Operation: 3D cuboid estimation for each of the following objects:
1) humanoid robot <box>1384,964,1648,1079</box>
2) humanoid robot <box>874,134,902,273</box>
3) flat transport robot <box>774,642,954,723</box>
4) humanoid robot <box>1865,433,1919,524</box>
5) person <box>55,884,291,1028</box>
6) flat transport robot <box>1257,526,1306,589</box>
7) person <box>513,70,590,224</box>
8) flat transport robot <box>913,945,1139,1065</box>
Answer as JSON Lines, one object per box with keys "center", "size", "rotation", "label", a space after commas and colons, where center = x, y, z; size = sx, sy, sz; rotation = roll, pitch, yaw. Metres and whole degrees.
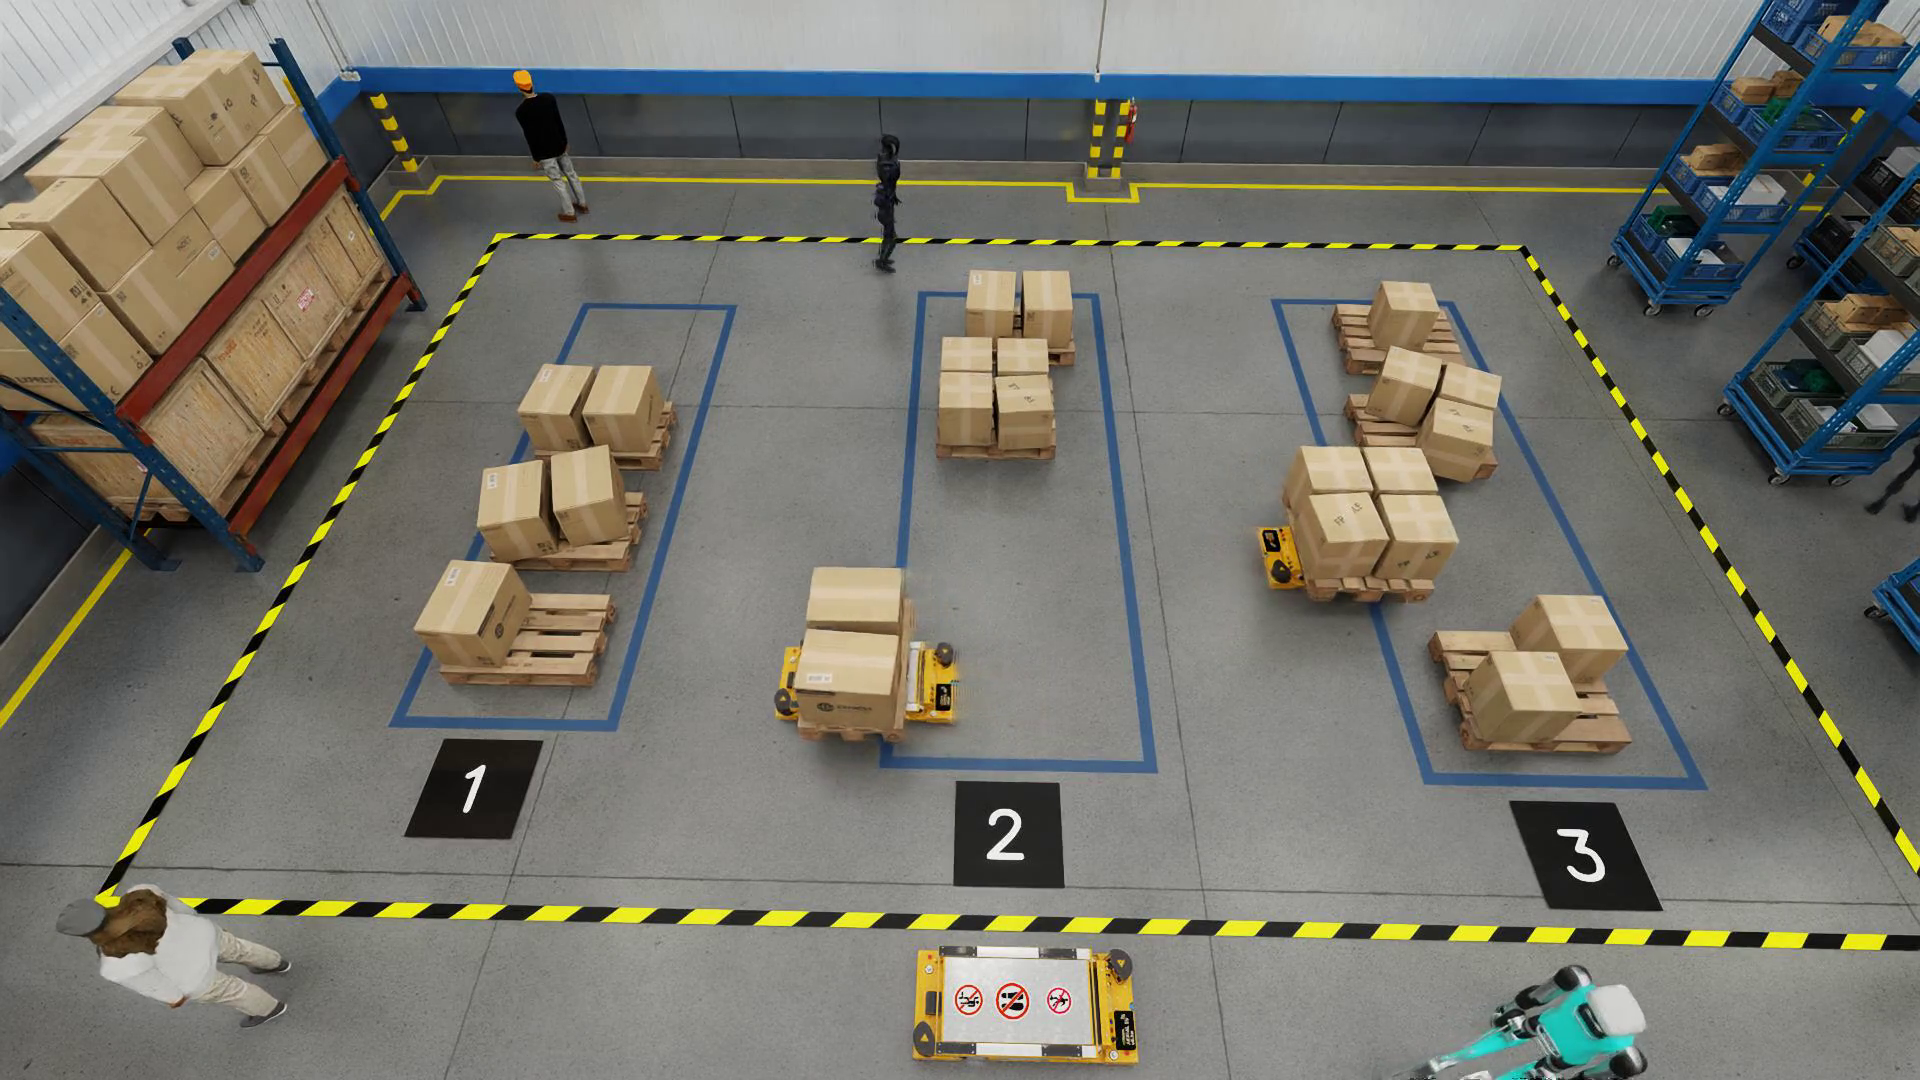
{"center": [2.982, 2.952, 5.163], "size": [0.905, 1.818, 0.547], "rotation": [-12, 52, -9], "label": "humanoid robot"}
{"center": [-0.873, -3.973, 10.820], "size": [0.398, 1.645, 0.596], "rotation": [1, 51, 1], "label": "humanoid robot"}
{"center": [-0.769, 1.152, 7.529], "size": [1.431, 0.197, 0.652], "rotation": [1, 51, 1], "label": "flat transport robot"}
{"center": [8.937, -0.827, 8.259], "size": [0.360, 1.650, 0.589], "rotation": [-33, 58, -24], "label": "humanoid robot"}
{"center": [-4.633, 2.493, 5.485], "size": [0.395, 1.767, 0.572], "rotation": [-13, 52, -10], "label": "person"}
{"center": [3.508, 0.136, 8.357], "size": [1.431, 0.197, 0.652], "rotation": [1, 51, 1], "label": "flat transport robot"}
{"center": [-5.116, -4.869, 11.417], "size": [0.394, 1.878, 0.585], "rotation": [23, 55, 18], "label": "person"}
{"center": [0.422, 3.041, 6.007], "size": [1.431, 0.231, 0.659], "rotation": [1, 51, 1], "label": "flat transport robot"}
